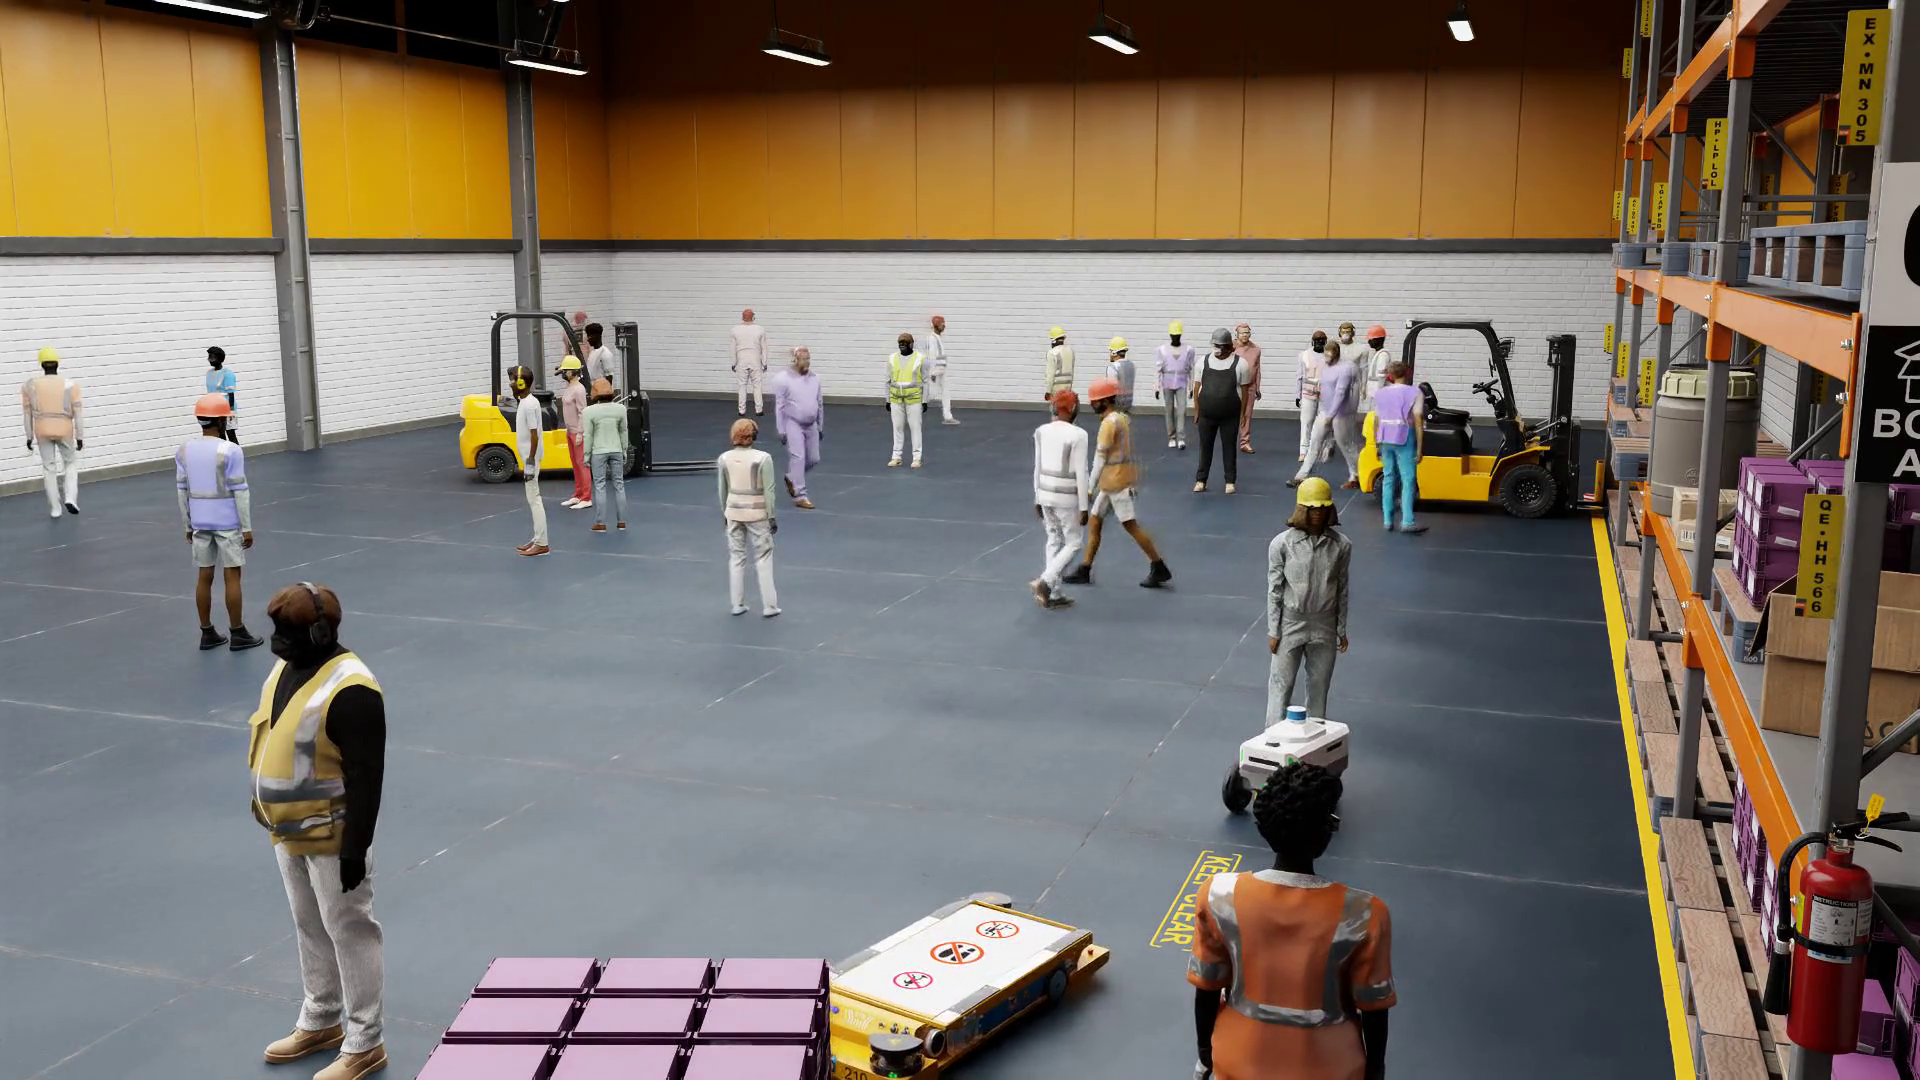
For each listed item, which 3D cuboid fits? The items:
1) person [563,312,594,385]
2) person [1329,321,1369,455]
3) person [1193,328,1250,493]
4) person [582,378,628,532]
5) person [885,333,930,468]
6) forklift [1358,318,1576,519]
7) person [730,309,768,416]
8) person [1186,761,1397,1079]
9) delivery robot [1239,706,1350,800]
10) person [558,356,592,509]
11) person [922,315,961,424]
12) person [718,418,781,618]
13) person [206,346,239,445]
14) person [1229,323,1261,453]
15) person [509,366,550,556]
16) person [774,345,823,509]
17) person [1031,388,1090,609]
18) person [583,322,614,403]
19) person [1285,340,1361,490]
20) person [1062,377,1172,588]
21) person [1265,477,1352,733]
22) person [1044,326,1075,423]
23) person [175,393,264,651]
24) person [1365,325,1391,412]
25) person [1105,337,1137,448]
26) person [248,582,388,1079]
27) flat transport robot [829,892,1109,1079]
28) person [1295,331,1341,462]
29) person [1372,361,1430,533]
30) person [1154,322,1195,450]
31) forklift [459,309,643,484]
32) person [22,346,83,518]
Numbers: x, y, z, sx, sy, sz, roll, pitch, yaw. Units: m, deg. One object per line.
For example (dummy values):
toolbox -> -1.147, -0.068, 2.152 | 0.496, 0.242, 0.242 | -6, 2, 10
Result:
person -> -6.551, -3.033, 28.984 | 0.662, 1.862, 0.949 | 2, 10, 13
person -> 5.539, -2.171, 23.935 | 0.635, 1.937, 0.354 | 3, 10, 14
person -> 3.179, -1.587, 20.355 | 0.675, 2.000, 0.537 | 3, 11, 17
person -> -3.755, -0.900, 17.638 | 0.497, 1.632, 0.289 | -7, 12, -33
person -> -0.733, -1.902, 22.699 | 0.637, 1.840, 0.429 | 3, 11, 18
forklift -> 5.787, -1.437, 19.079 | 2.313, 2.155, 1.214 | 3, 11, 19
person -> -3.738, -3.146, 29.515 | 0.652, 1.906, 0.408 | 0, 10, -2
person -> 0.873, 1.414, 4.416 | 0.541, 1.699, 0.315 | 3, 11, 18
delivery robot -> 1.804, 1.137, 8.937 | 0.477, 0.478, 0.707 | 8, 13, 38
person -> -4.445, -1.241, 19.183 | 0.312, 1.768, 0.522 | -6, 11, -28
person -> -0.456, -2.874, 28.144 | 0.878, 1.856, 0.584 | 3, 11, 17
person -> -1.730, -0.175, 13.563 | 0.542, 1.633, 0.346 | 4, 11, 22
person -> -9.854, -1.740, 22.206 | 0.535, 1.691, 0.319 | 6, 12, 30
person -> 4.089, -2.195, 24.162 | 0.650, 1.906, 0.401 | -3, 10, -15
person -> -4.217, -0.772, 16.264 | 0.313, 1.864, 0.530 | -3, 10, -15
person -> -1.879, -1.320, 19.305 | 0.643, 1.888, 0.635 | -9, 13, -41
person -> 0.778, -0.316, 13.710 | 0.524, 1.862, 0.628 | -10, 14, -44
person -> -5.030, -2.048, 23.185 | 0.380, 1.958, 0.602 | -7, 12, -33
person -> 4.565, -1.523, 20.503 | 1.022, 1.875, 0.616 | -5, 11, -25
person -> 1.412, -0.503, 14.746 | 1.017, 1.884, 0.562 | 2, 10, 10
person -> 1.973, 0.507, 9.398 | 0.487, 1.744, 0.312 | -2, 10, -9
person -> 1.461, -2.271, 24.803 | 0.403, 1.827, 0.600 | 9, 13, 40
person -> -5.551, -0.134, 12.465 | 0.549, 1.936, 0.376 | 2, 10, 12
person -> 5.849, -2.032, 23.204 | 0.471, 1.922, 0.552 | 1, 10, 8
person -> 2.073, -1.758, 21.908 | 0.404, 1.832, 0.599 | 7, 12, 34
person -> -2.326, 1.057, 6.031 | 0.624, 1.844, 0.429 | 9, 13, 40
flat transport robot -> -0.054, 1.748, 6.560 | 0.652, 0.197, 1.431 | 7, 12, 35
person -> 5.003, -2.004, 23.268 | 0.636, 1.842, 0.429 | 2, 10, 10
person -> 4.664, -0.984, 17.634 | 0.686, 1.802, 0.450 | 9, 13, 41
person -> 3.190, -2.273, 24.660 | 0.607, 1.877, 0.964 | 1, 10, 3
forklift -> -5.354, -1.902, 21.697 | 2.313, 2.155, 1.214 | -2, 10, -13
person -> -10.085, -1.194, 18.525 | 0.596, 1.911, 0.427 | -4, 11, -24
